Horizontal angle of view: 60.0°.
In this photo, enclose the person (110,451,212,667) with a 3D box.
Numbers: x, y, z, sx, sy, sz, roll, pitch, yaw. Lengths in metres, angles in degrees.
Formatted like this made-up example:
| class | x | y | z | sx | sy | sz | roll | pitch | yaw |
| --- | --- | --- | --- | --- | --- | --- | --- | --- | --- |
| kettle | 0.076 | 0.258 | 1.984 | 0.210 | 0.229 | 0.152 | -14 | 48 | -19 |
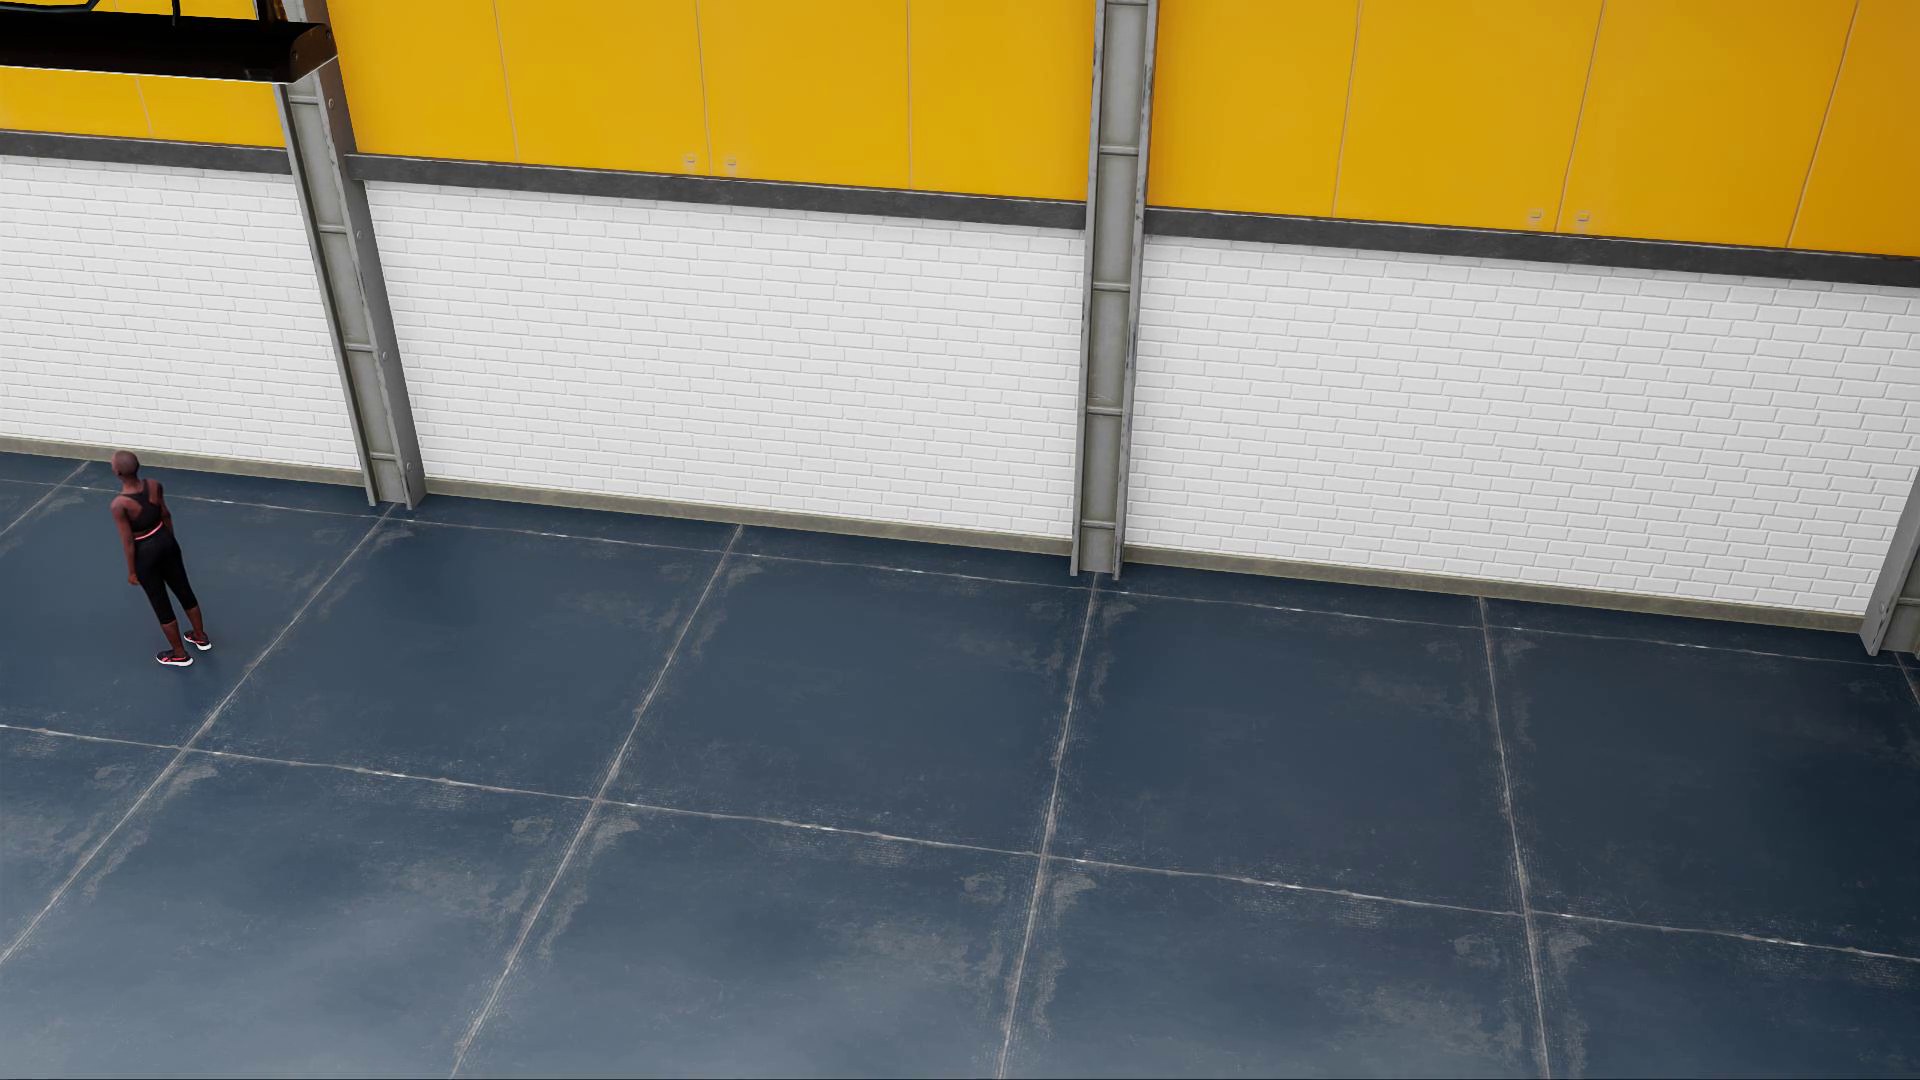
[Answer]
| class | x | y | z | sx | sy | sz | roll | pitch | yaw |
| --- | --- | --- | --- | --- | --- | --- | --- | --- | --- |
| person | -5.767 | 0.118 | 11.936 | 0.616 | 1.757 | 0.640 | 15 | 36 | 21 |
